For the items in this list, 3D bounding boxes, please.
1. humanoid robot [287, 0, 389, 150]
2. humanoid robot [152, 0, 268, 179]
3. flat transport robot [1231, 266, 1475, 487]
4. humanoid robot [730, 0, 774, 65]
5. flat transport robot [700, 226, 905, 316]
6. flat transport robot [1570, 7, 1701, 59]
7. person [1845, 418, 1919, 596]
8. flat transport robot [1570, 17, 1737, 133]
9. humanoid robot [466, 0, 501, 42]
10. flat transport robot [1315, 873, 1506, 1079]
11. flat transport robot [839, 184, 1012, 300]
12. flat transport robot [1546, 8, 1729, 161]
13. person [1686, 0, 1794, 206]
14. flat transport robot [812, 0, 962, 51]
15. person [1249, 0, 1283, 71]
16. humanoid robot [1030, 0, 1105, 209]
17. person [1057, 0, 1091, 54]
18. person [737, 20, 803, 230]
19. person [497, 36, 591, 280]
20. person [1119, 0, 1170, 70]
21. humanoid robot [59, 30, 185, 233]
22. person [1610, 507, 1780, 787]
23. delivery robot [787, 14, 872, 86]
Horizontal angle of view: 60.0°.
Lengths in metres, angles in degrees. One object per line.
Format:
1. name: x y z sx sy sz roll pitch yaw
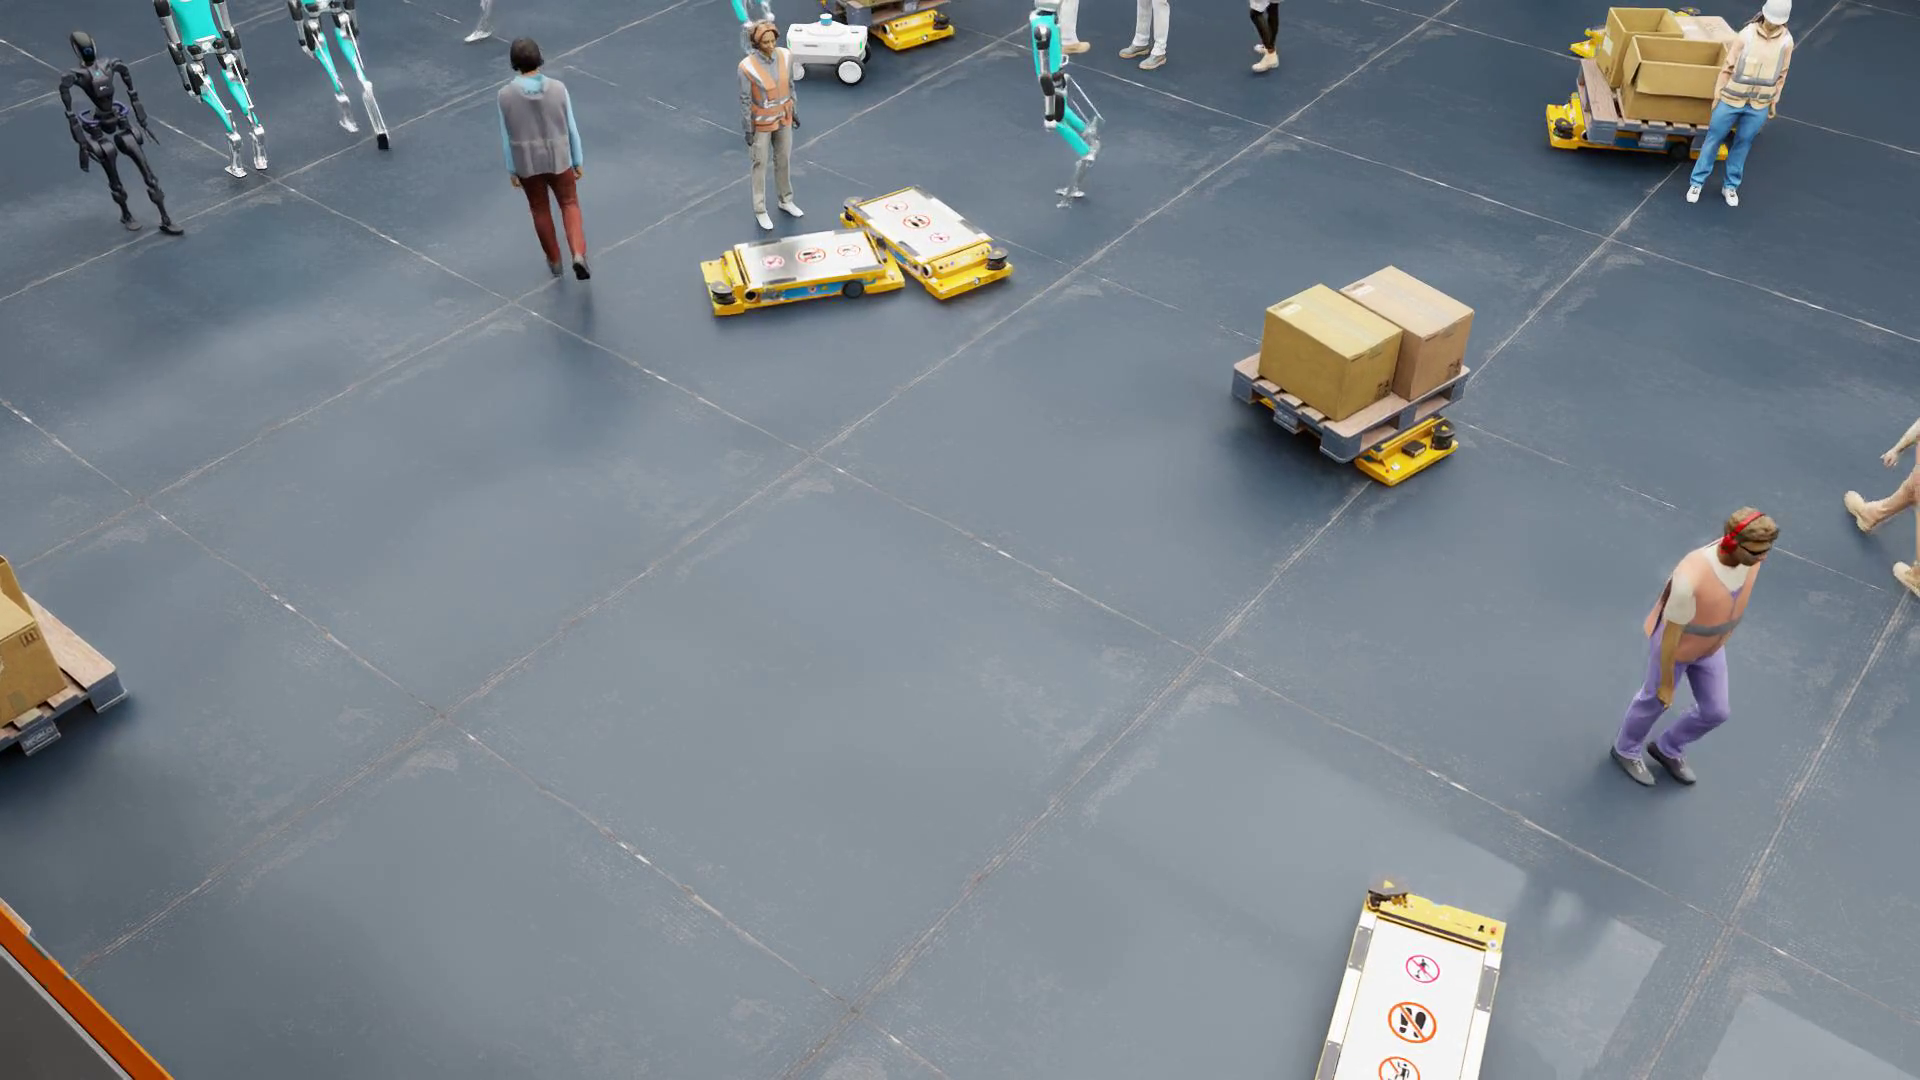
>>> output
1. humanoid robot: -5.112 -4.097 13.786 0.557 1.784 0.921 -26 47 -27
2. humanoid robot: -5.834 -3.640 13.123 0.533 1.677 0.735 -26 47 -27
3. flat transport robot: 2.562 -0.883 11.117 0.659 0.231 1.431 -27 47 -28
4. humanoid robot: -1.939 -5.073 14.956 0.542 1.854 0.677 -30 49 -31
5. flat transport robot: -1.185 -2.019 12.453 1.431 0.231 0.659 -10 41 -12
6. flat transport robot: 6.501 -4.659 15.559 1.431 0.231 0.659 -17 43 -19
7. person: 5.638 -0.549 9.620 0.488 1.694 0.878 -13 42 -14
8. flat transport robot: 6.150 -3.779 14.523 1.431 0.231 0.659 0 40 0
9. humanoid robot: -4.519 -5.391 15.377 0.743 1.902 0.549 -20 44 -22
10. flat transport robot: 2.033 2.174 7.520 0.659 0.231 1.431 15 43 17
11. flat transport robot: -0.280 -2.324 12.812 0.659 0.231 1.431 -24 46 -26
12. flat transport robot: 5.787 -3.519 14.218 1.431 0.231 0.659 7 41 8
13. person: 6.142 -3.452 13.017 0.485 1.724 0.375 8 41 9
14. flat transport robot: -0.734 -5.141 16.126 0.659 0.231 1.431 -24 46 -26
15. person: 2.844 -5.088 14.976 0.397 1.687 0.648 25 47 27
16. humanoid robot: 0.883 -3.402 12.948 0.710 1.785 0.534 5 41 5
17. person: 1.007 -5.396 15.214 0.429 1.839 0.632 -17 43 -19
18. person: -1.455 -3.202 12.784 0.524 1.638 0.305 -30 49 -31
19. person: -3.000 -2.702 12.027 0.549 1.858 0.598 -11 42 -13
20. person: 1.732 -5.186 14.933 0.337 1.882 0.583 -23 45 -24
21. humanoid robot: -6.406 -3.068 12.610 0.648 1.635 0.610 30 49 31
22. person: 3.636 0.576 8.202 0.591 1.821 0.561 -18 43 -20
23. delivery robot: -1.183 -4.479 15.124 0.774 0.592 0.499 3 40 4
